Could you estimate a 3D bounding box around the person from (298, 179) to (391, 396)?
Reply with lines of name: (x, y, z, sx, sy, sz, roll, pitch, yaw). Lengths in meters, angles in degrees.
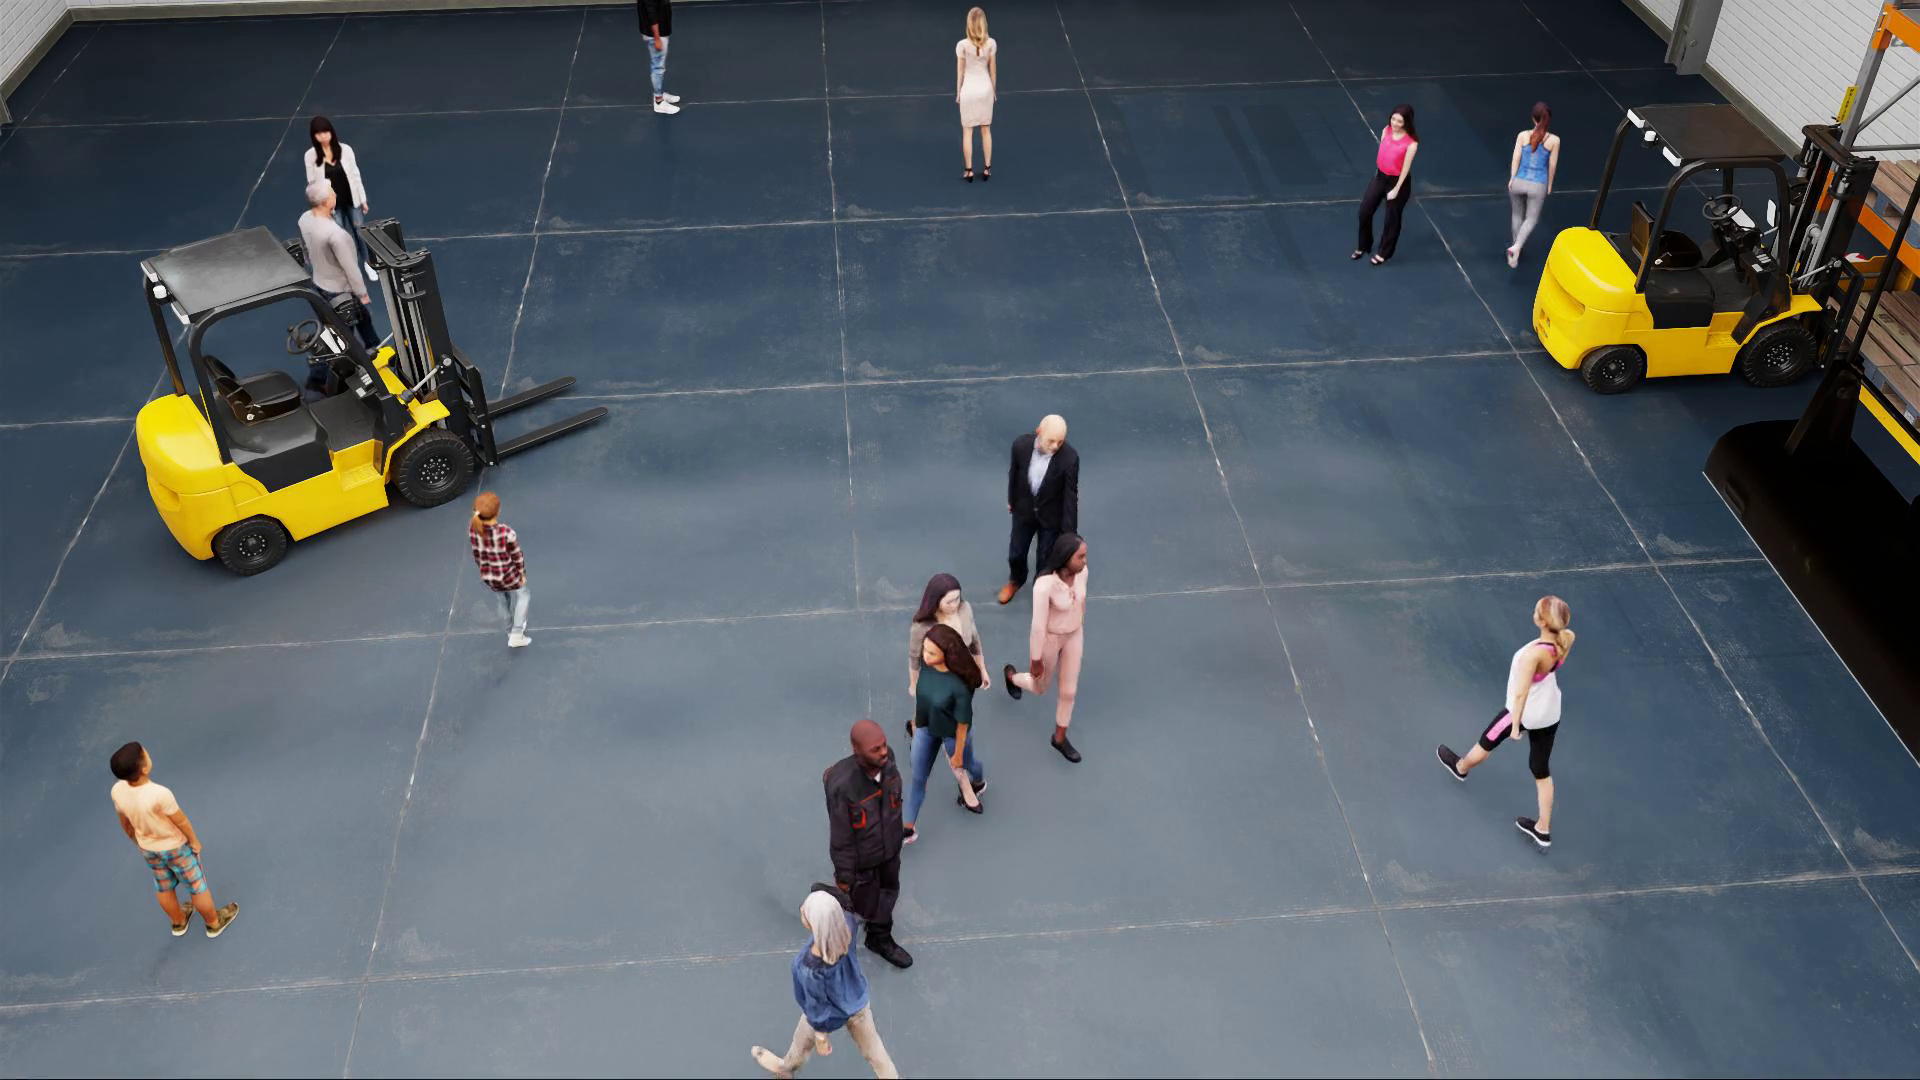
person: (-5.238, -2.058, 13.837, 1.273, 1.871, 1.276, -30, 48, -32)

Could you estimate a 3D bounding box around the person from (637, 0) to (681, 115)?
person: (-3.377, -5.659, 18.390, 0.739, 1.815, 0.514, -2, 39, -3)

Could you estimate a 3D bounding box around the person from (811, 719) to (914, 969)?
person: (-0.584, 1.647, 9.243, 1.058, 1.813, 0.992, 28, 47, 31)

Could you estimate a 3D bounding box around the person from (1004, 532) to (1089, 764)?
person: (0.551, 0.632, 10.606, 0.987, 1.700, 1.125, -27, 46, -29)

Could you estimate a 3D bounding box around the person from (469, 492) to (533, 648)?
person: (-3.173, 0.247, 11.409, 0.598, 1.299, 0.656, 7, 39, 8)

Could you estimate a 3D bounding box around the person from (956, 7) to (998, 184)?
person: (0.163, -4.531, 16.966, 0.593, 1.829, 0.530, -7, 39, -8)

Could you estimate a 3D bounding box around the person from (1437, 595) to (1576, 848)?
person: (3.496, 1.109, 9.982, 0.926, 1.733, 1.232, -19, 42, -22)

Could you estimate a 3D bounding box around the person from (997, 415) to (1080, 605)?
person: (0.552, -0.216, 11.620, 0.836, 1.758, 0.810, 23, 44, 26)

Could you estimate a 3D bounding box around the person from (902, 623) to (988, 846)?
person: (-0.026, 1.129, 10.089, 1.075, 1.568, 1.086, 32, 48, 33)

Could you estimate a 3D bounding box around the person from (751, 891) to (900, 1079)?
person: (-0.547, 2.419, 8.419, 1.136, 1.636, 1.180, 21, 43, 24)

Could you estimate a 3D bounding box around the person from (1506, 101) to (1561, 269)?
person: (5.323, -3.292, 15.612, 0.842, 1.584, 0.991, 19, 42, 22)

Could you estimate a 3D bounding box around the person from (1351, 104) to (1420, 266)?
person: (4.100, -3.341, 15.623, 0.787, 1.647, 0.725, -26, 45, -28)

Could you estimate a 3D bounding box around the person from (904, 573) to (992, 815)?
person: (-0.146, 0.834, 10.350, 1.006, 1.702, 1.162, -28, 46, -30)

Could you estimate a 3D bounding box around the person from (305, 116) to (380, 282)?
person: (-5.730, -3.154, 15.395, 0.695, 1.638, 0.679, -18, 42, -21)

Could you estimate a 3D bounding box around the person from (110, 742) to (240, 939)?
person: (-4.521, 1.713, 9.444, 0.560, 1.461, 0.518, 3, 39, 4)
